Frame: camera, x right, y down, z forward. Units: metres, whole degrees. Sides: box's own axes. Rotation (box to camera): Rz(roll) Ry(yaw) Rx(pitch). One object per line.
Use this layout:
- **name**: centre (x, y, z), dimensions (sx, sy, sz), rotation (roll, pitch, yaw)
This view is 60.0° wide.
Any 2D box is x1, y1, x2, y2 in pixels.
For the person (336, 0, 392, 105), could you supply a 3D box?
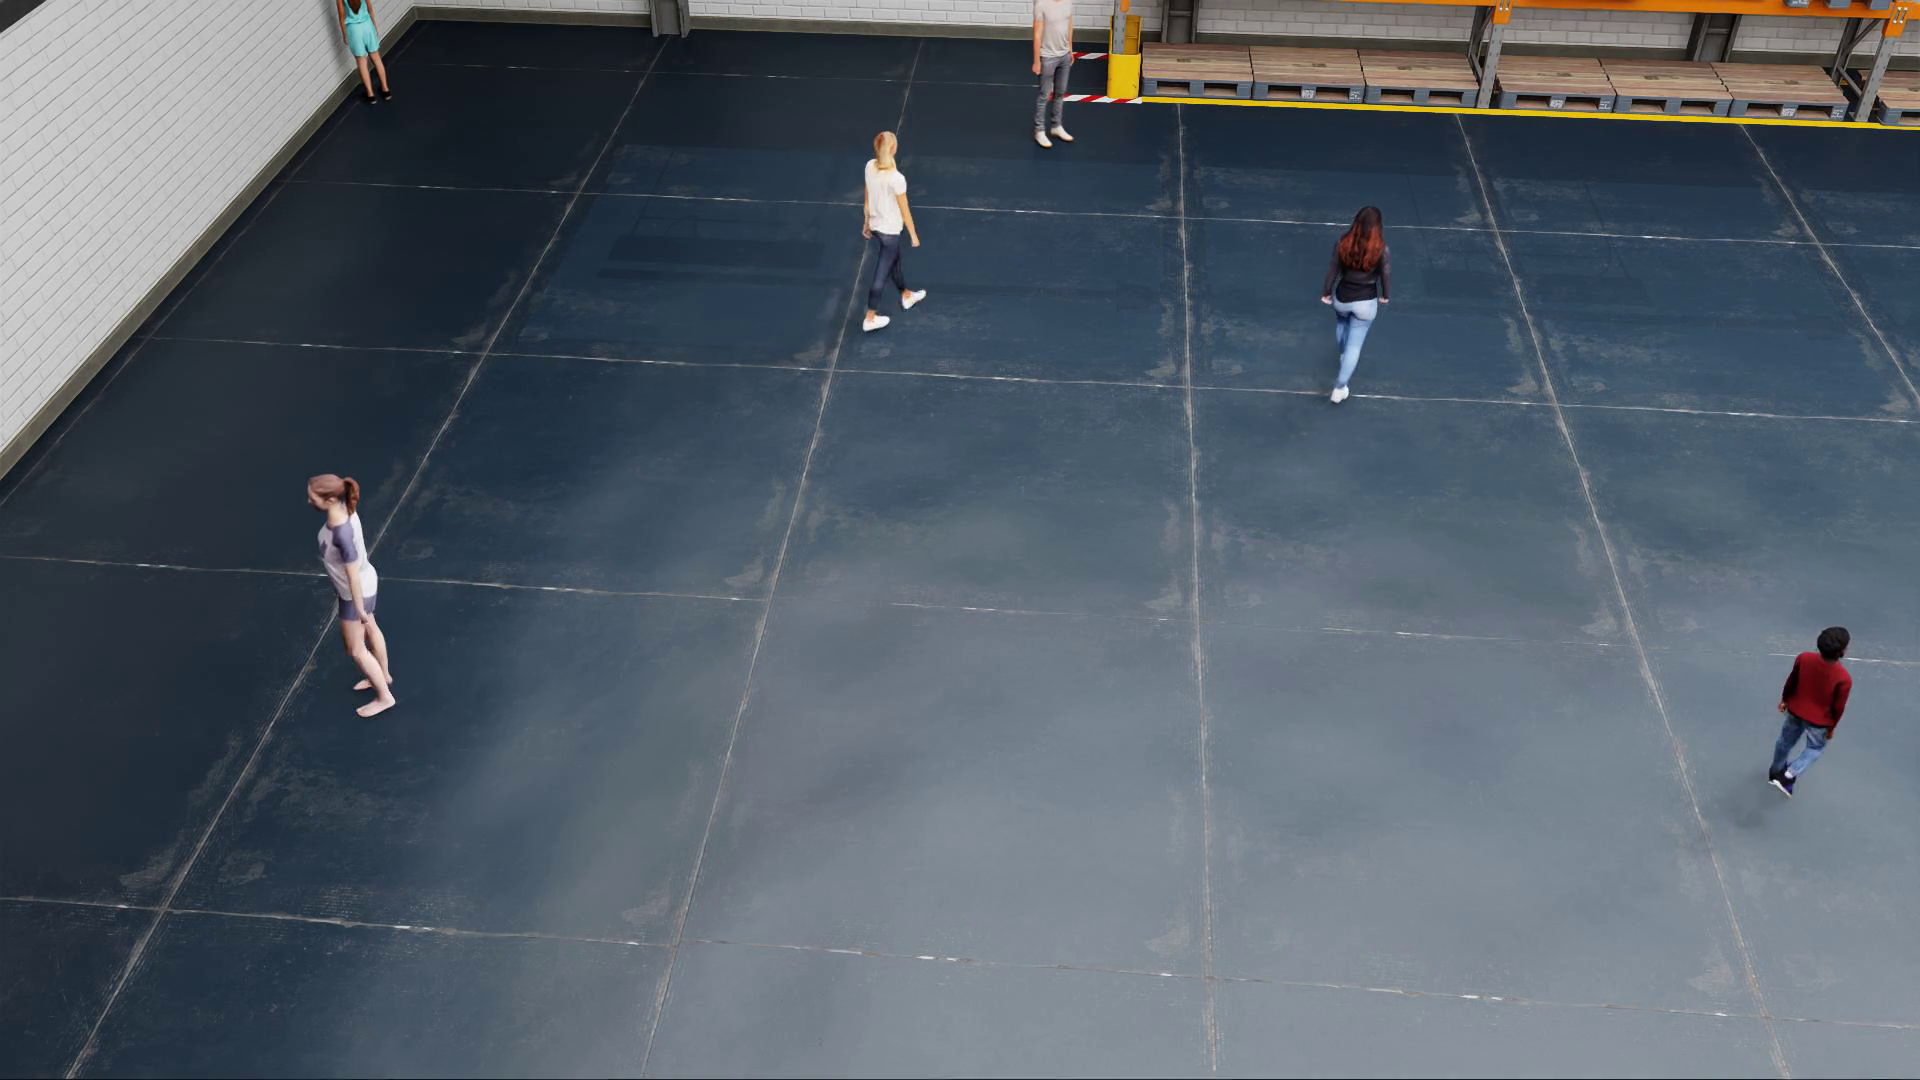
- **person**: centre (-6.434, -5.477, 17.857), dimensions (0.651, 1.562, 0.717), rotation (-27, 46, -30)

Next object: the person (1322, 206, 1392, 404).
- **person**: centre (3.140, -1.860, 13.298), dimensions (1.120, 1.598, 1.007), rotation (20, 43, 23)

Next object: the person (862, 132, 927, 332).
- **person**: centre (-0.699, -2.558, 14.025), dimensions (1.058, 1.782, 0.995), rotation (-27, 46, -29)

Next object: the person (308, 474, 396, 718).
- **person**: centre (-3.754, 0.296, 10.465), dimensions (0.724, 1.765, 0.719), rotation (-9, 39, -11)

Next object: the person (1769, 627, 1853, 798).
- **person**: centre (5.057, 1.046, 9.940), dimensions (0.708, 1.249, 0.649), rotation (-25, 45, -28)

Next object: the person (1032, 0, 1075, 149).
- **person**: centre (0.943, -4.955, 16.941), dimensions (0.740, 1.889, 0.802), rotation (-27, 46, -29)
